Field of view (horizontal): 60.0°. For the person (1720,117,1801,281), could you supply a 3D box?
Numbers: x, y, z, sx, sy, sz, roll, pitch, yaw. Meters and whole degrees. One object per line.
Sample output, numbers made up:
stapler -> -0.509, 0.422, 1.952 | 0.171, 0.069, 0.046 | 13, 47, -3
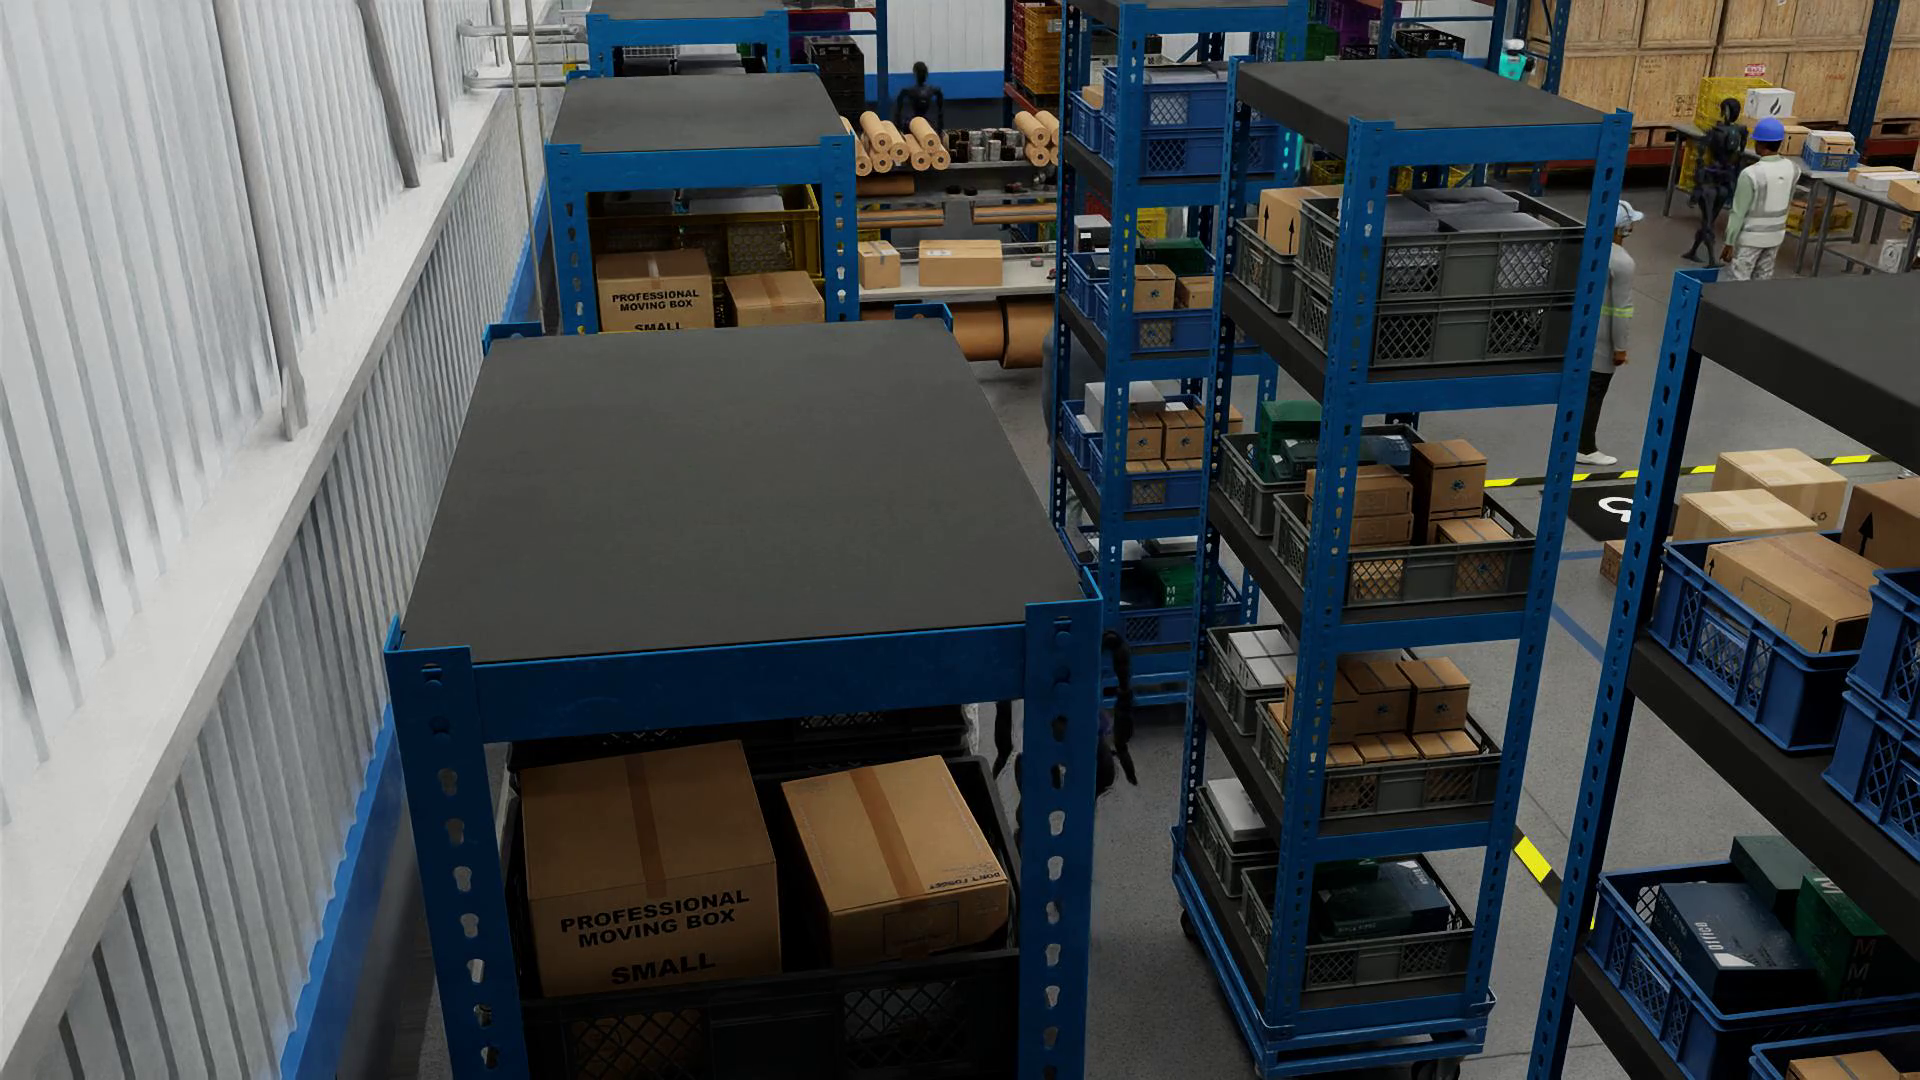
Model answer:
person -> 6.555, -2.500, 13.738 | 0.608, 1.939, 0.424 | -9, 26, -20

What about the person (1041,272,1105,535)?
person -> 0.778, -0.622, 9.653 | 0.628, 1.940, 0.379 | 10, 26, 20

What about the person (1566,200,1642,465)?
person -> 4.442, -1.432, 11.516 | 0.365, 1.852, 0.590 | -5, 25, -12

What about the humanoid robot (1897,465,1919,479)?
humanoid robot -> 6.430, -1.138, 10.861 | 0.735, 1.672, 0.533 | -12, 27, -23

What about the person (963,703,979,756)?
person -> -0.118, 0.449, 7.439 | 0.429, 1.844, 0.624 | 18, 30, 34

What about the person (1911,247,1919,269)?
person -> 7.872, -2.246, 13.248 | 0.355, 1.884, 0.575 | -8, 26, -17

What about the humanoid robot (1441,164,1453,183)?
humanoid robot -> 5.131, -4.254, 17.892 | 0.603, 1.631, 0.715 | -3, 25, -6

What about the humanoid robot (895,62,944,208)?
humanoid robot -> -0.442, -4.451, 18.355 | 0.589, 1.636, 0.714 | -8, 26, -17

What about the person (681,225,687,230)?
person -> -2.763, -3.600, 16.156 | 0.605, 1.919, 0.984 | -7, 26, -14

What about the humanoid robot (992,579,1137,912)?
humanoid robot -> 0.422, 0.845, 6.766 | 0.610, 1.646, 0.368 | -3, 25, -6

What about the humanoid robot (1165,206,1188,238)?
humanoid robot -> 2.202, -3.683, 16.670 | 0.556, 1.892, 0.681 | -2, 25, -5

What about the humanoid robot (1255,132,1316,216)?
humanoid robot -> 2.874, -3.040, 15.161 | 0.543, 1.763, 0.949 | 9, 26, 19

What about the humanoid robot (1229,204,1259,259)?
humanoid robot -> 2.922, -3.607, 16.398 | 0.872, 1.785, 0.583 | 2, 25, 4

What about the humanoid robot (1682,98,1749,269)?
humanoid robot -> 7.399, -3.448, 16.145 | 0.609, 1.630, 0.748 | -8, 26, -17

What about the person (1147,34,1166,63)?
person -> 1.974, -4.431, 17.813 | 0.393, 2.038, 0.613 | 14, 28, 27

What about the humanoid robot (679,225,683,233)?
humanoid robot -> -2.331, -2.684, 14.371 | 0.537, 1.738, 0.978 | 0, 25, 0

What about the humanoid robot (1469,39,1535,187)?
humanoid robot -> 6.185, -4.894, 19.280 | 0.548, 1.850, 0.795 | -1, 25, -3
